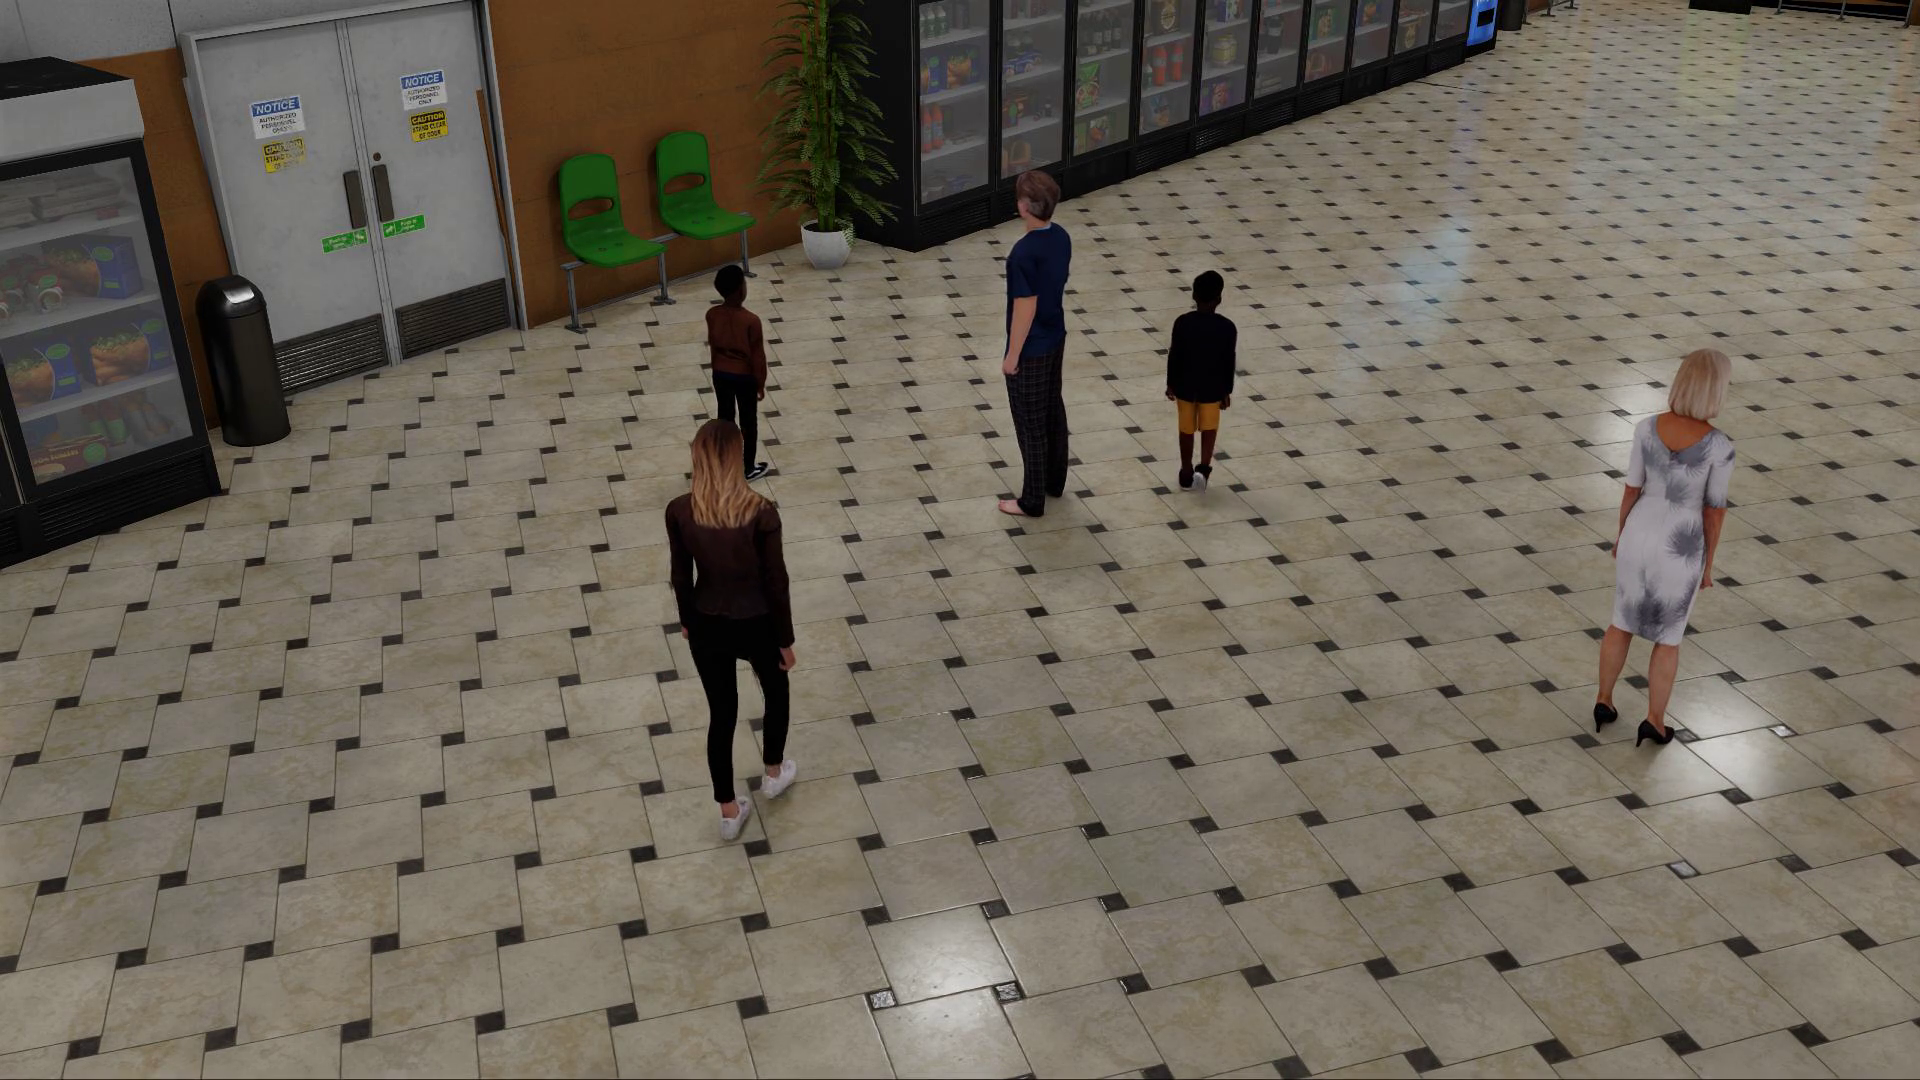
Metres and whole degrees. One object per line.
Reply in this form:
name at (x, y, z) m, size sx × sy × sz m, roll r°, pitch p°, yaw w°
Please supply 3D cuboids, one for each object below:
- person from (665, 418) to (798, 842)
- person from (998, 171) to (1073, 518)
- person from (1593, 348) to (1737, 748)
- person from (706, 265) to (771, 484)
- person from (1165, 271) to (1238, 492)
person at (-0.871, 0.391, 6.226) m, size 0.821 × 1.686 × 0.873 m, roll 4°, pitch 27°, yaw 8°
person at (0.411, -1.036, 8.838) m, size 0.596 × 1.870 × 0.693 m, roll 15°, pitch 31°, yaw 28°
person at (2.893, 0.044, 6.841) m, size 0.457 × 1.750 × 0.634 m, roll 24°, pitch 35°, yaw 38°
person at (-1.263, -0.927, 9.306) m, size 0.490 × 1.253 × 0.621 m, roll 11°, pitch 29°, yaw 20°
person at (1.311, -0.833, 9.109) m, size 0.698 × 1.262 × 0.740 m, roll 3°, pitch 27°, yaw 6°
